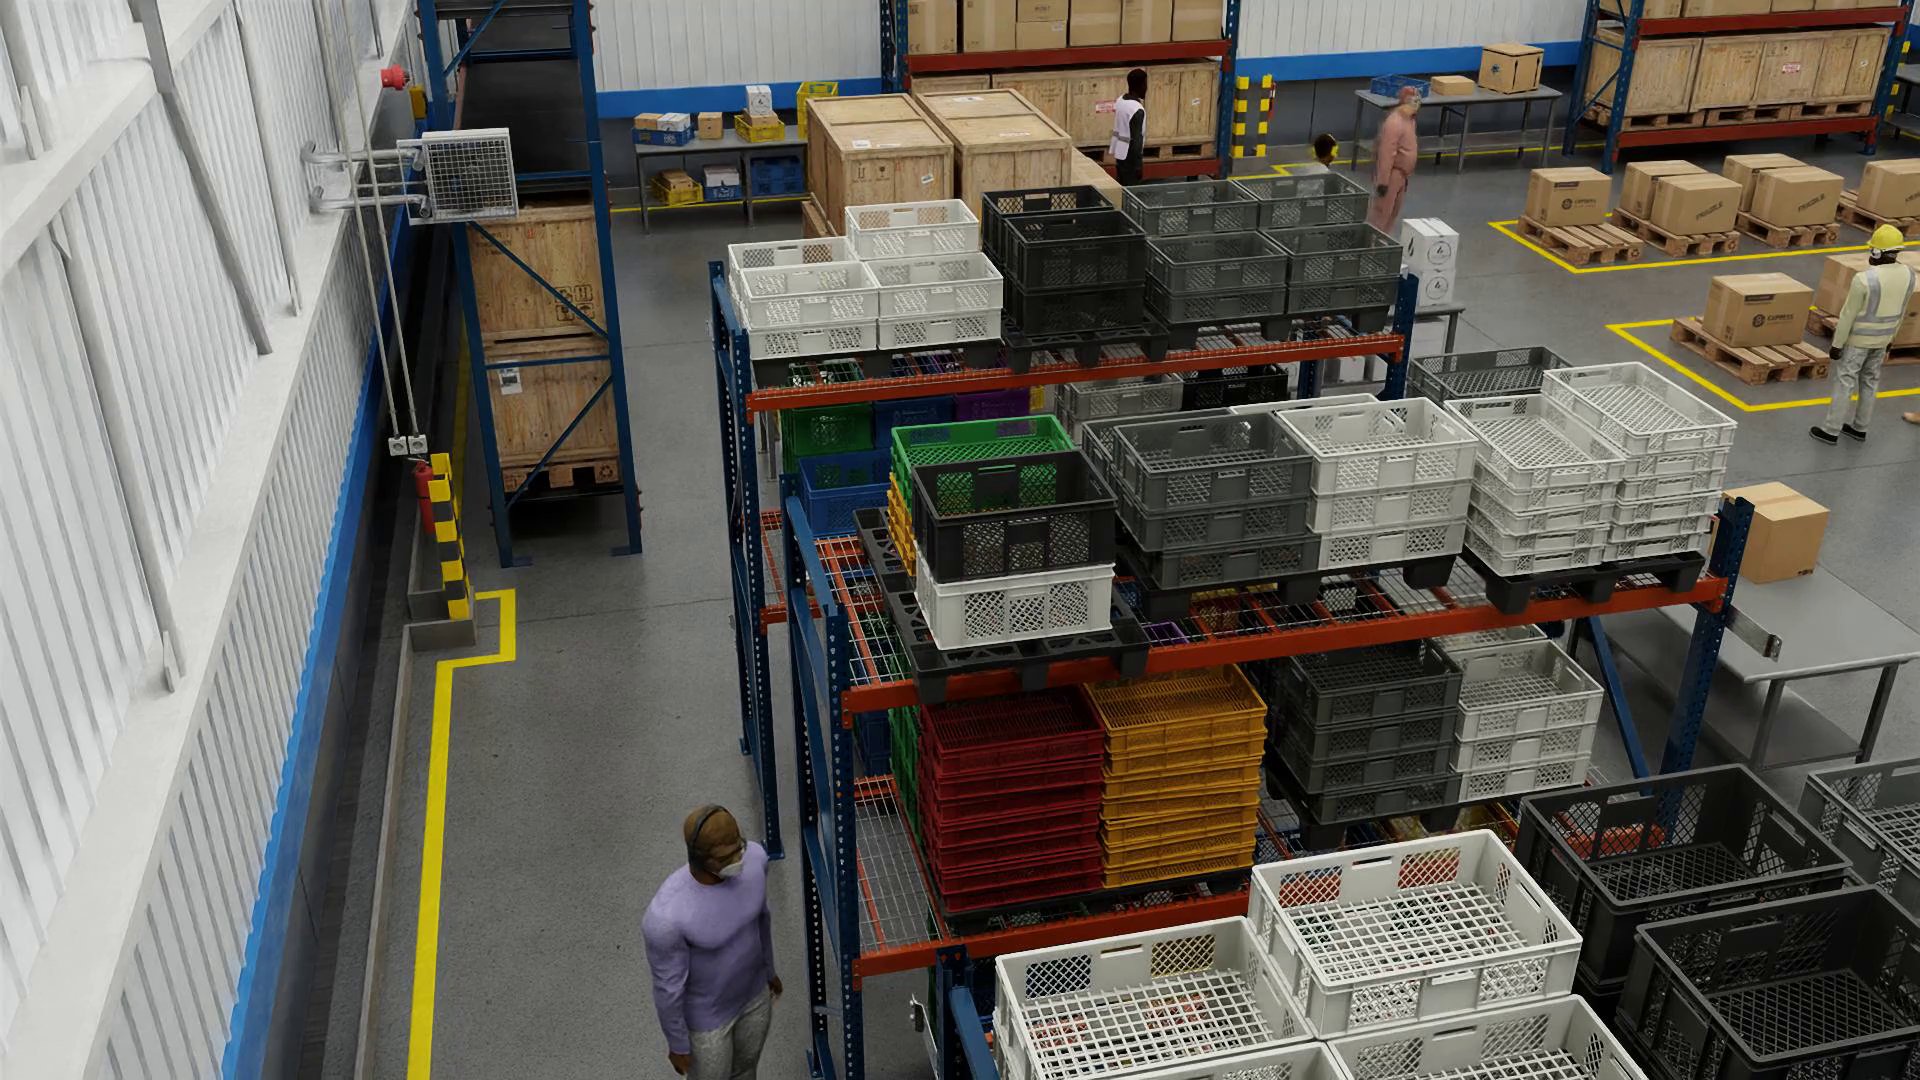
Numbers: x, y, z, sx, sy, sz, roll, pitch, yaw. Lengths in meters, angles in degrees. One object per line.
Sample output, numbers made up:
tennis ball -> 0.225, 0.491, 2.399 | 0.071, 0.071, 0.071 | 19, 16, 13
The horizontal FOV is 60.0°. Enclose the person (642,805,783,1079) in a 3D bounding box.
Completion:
person -> -0.955, 1.866, 6.702 | 0.359, 1.937, 0.635 | 18, 33, 31

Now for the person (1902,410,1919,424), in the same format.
person -> 8.269, -1.769, 13.853 | 0.540, 1.696, 0.317 | -13, 31, -23

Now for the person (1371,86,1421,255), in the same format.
person -> 4.580, -3.805, 17.547 | 0.397, 1.867, 0.765 | 12, 30, 22

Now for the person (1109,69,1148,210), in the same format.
person -> 1.844, -4.183, 18.211 | 0.385, 1.912, 0.593 | -7, 29, -13

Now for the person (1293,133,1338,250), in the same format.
person -> 3.403, -2.975, 16.013 | 0.918, 1.820, 0.544 | -18, 33, -30

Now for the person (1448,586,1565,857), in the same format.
person -> 2.771, 1.025, 8.409 | 0.673, 1.831, 0.545 | -23, 35, -36

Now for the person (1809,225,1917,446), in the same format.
person -> 7.343, -1.654, 13.505 | 0.595, 1.824, 0.403 | -8, 29, -15

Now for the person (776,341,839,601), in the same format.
person -> -1.012, -0.519, 11.282 | 0.355, 1.887, 0.573 | 14, 31, 24
